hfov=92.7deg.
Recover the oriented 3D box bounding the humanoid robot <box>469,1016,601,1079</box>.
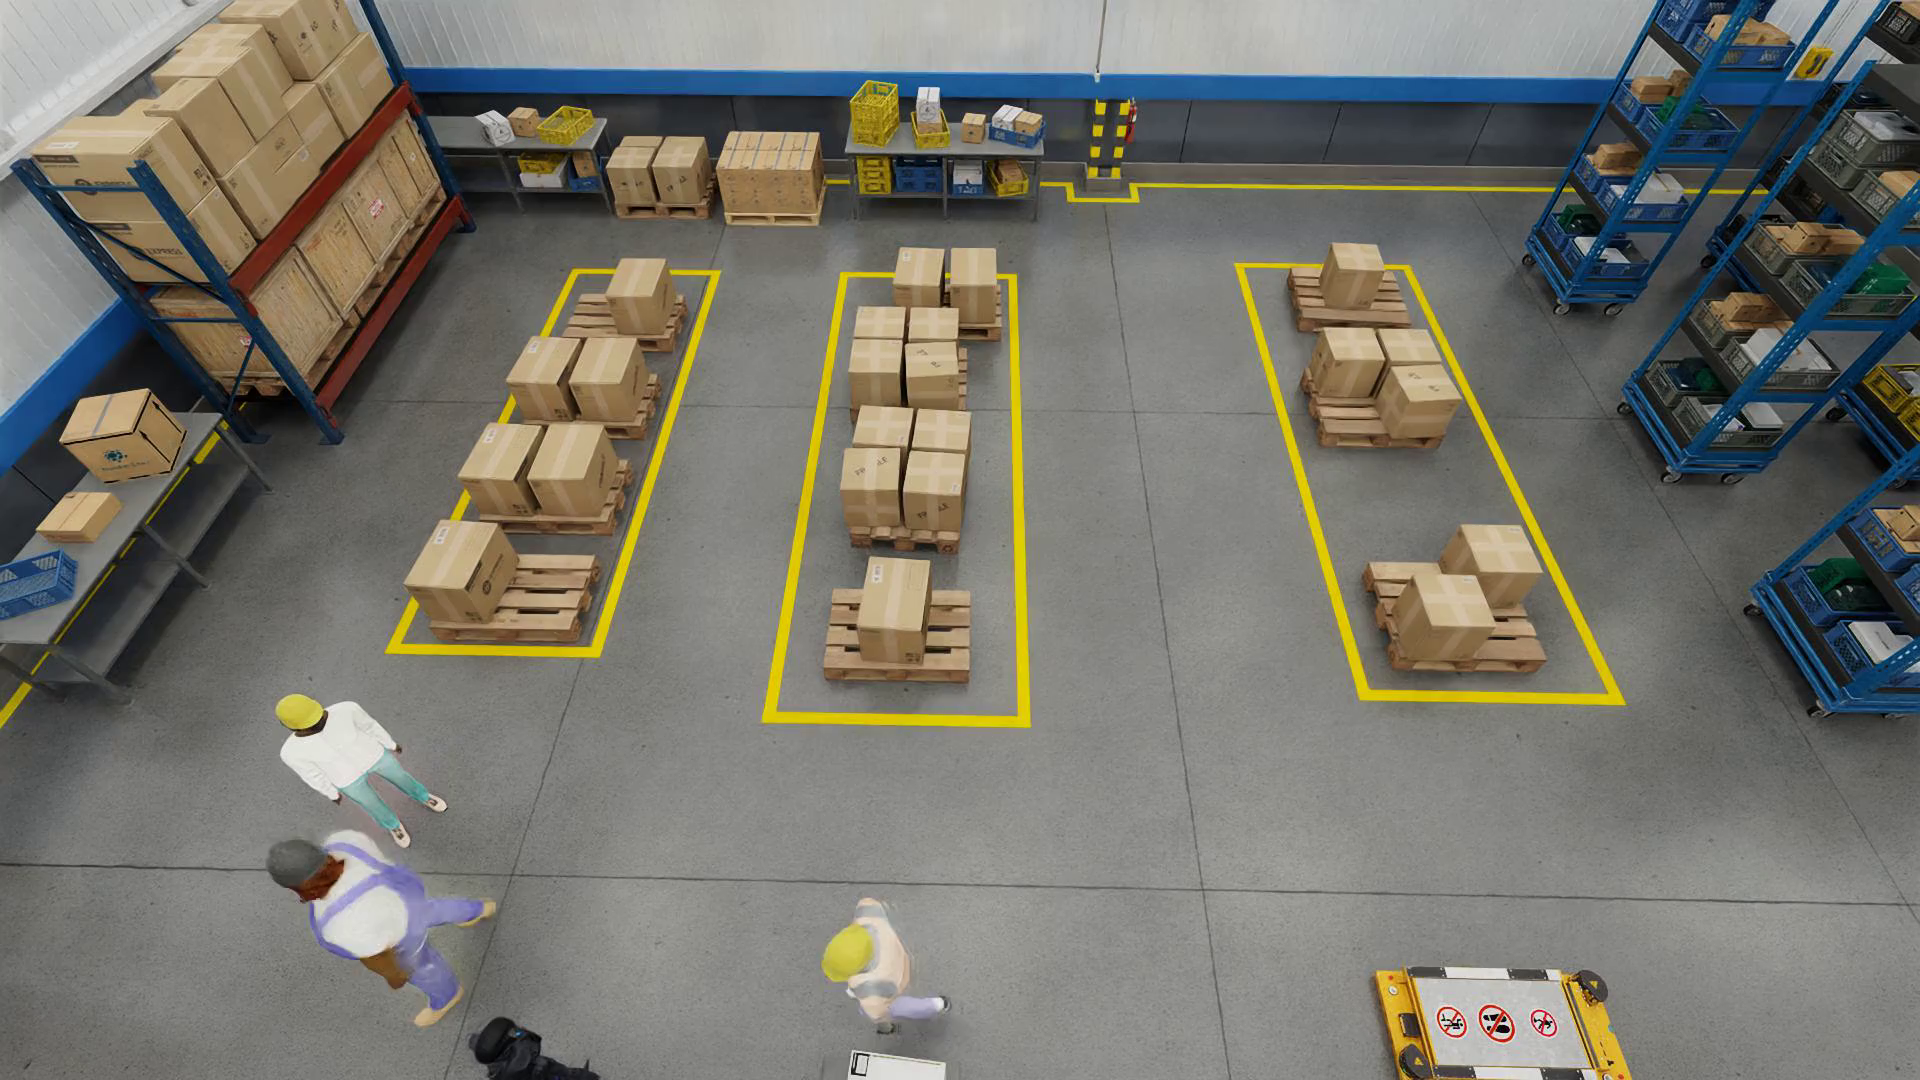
[{"bbox_3d":[-2.346,2.993,5.136,0.573,1.647,0.370,10,52,8],"label":"humanoid robot"}]

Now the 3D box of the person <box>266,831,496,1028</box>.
[{"bbox_3d":[-3.421,2.270,5.493,0.639,2.000,0.773,-25,55,-19],"label":"person"}]

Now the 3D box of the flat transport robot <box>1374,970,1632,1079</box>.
[{"bbox_3d":[3.501,3.133,5.914,1.431,0.197,0.652,1,51,1],"label":"flat transport robot"}]

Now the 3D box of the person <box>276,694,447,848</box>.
[{"bbox_3d":[-4.098,1.547,6.255,0.298,1.772,0.531,27,56,20],"label":"person"}]

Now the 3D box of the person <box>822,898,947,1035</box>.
[{"bbox_3d":[-0.434,2.523,5.385,0.586,1.890,0.684,-2,51,-2],"label":"person"}]
